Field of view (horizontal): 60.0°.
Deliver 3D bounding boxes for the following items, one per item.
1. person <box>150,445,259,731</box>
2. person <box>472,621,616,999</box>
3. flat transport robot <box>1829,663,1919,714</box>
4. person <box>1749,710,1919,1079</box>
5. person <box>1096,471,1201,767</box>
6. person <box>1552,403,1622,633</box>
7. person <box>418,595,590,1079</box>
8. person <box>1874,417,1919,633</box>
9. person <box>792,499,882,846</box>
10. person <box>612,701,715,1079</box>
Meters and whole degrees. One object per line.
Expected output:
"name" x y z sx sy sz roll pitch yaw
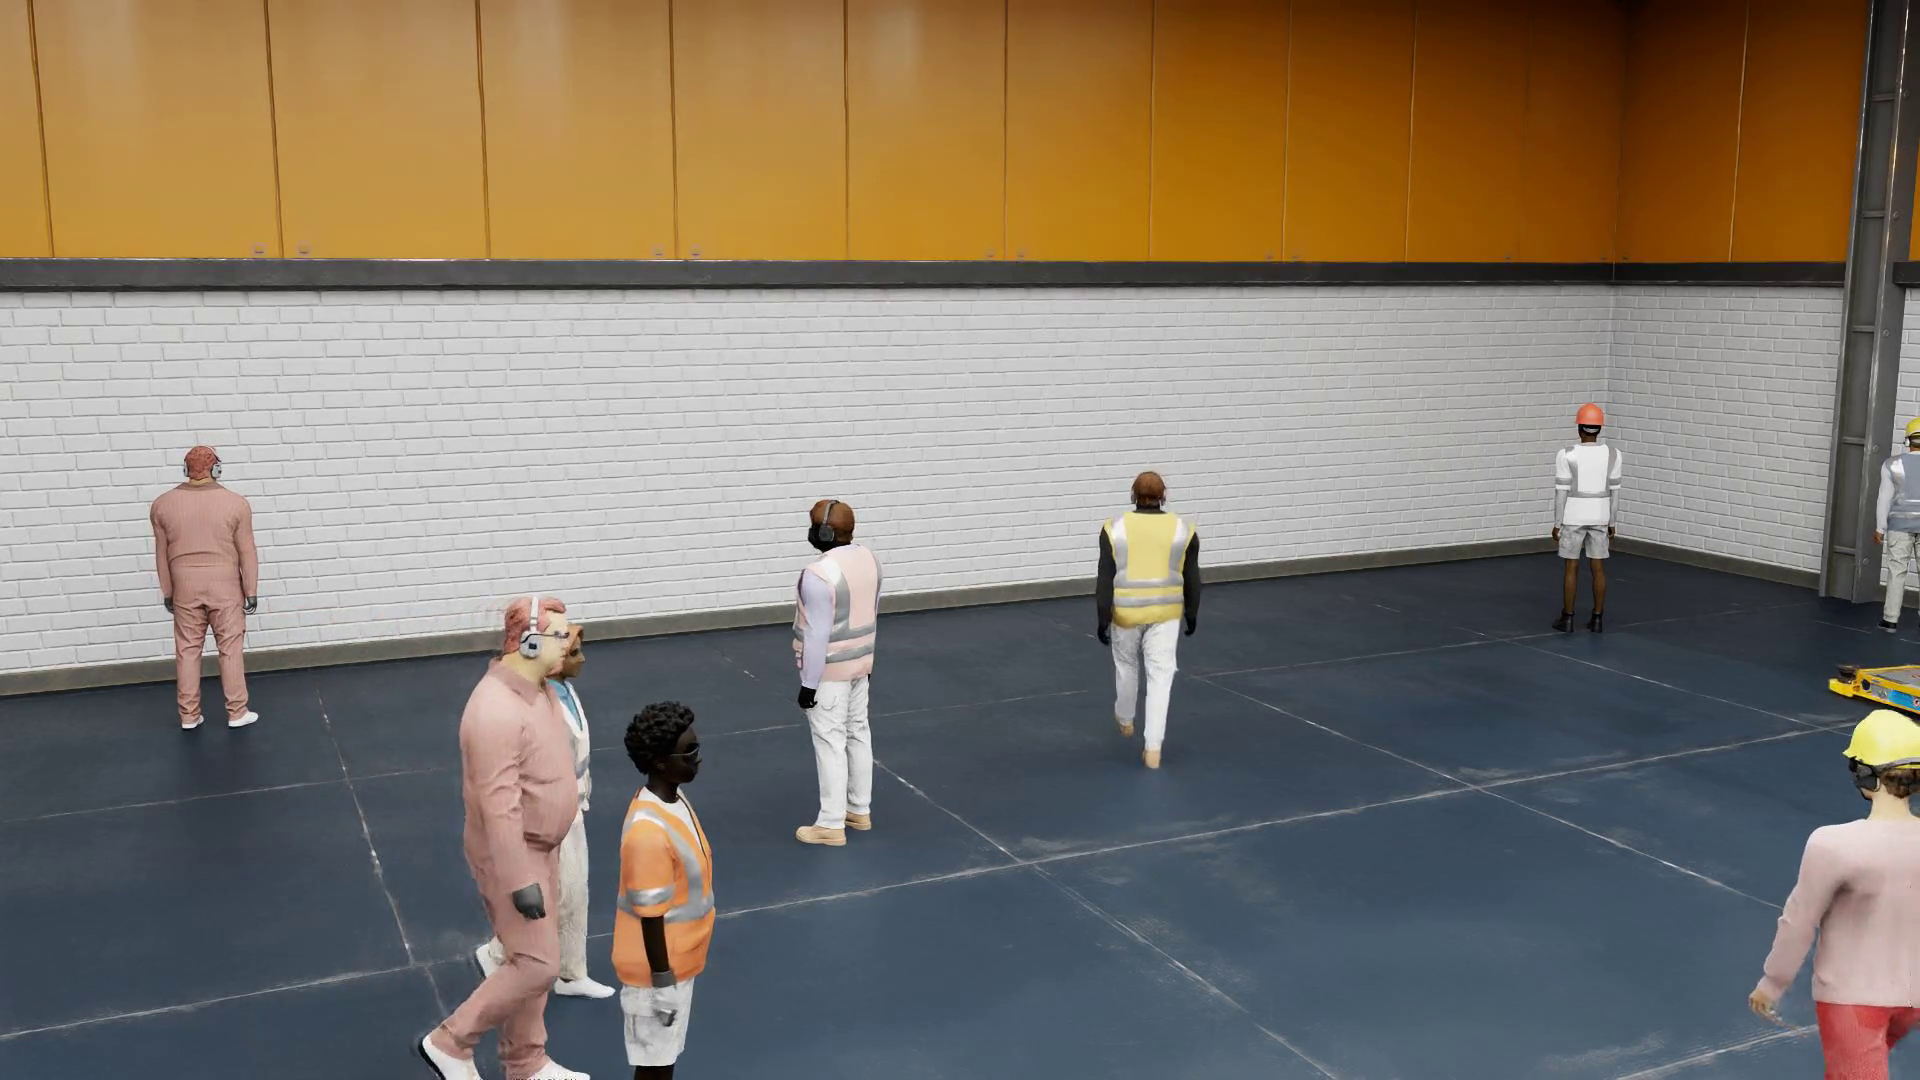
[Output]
"person" -4.977 0.318 11.041 0.638 1.900 0.404 -2 9 -10
"person" -1.705 1.131 6.816 0.464 1.622 0.528 0 9 1
"flat transport robot" 6.754 1.079 11.350 0.652 0.197 1.431 -3 9 -16
"person" 2.761 1.374 5.036 0.534 1.725 0.896 -3 9 -15
"person" 1.181 0.456 10.490 0.659 1.792 0.952 0 9 3
"person" 5.251 -0.178 13.989 0.544 1.939 0.354 0 9 2
"person" -1.630 1.135 6.015 0.520 1.884 0.669 0 9 -1
"person" 8.004 -0.116 13.964 0.589 1.822 0.403 3 10 17
"person" -0.672 0.696 8.866 0.429 1.841 0.639 5 10 28
"person" -0.937 1.343 5.298 0.321 1.697 0.529 -1 9 -4
